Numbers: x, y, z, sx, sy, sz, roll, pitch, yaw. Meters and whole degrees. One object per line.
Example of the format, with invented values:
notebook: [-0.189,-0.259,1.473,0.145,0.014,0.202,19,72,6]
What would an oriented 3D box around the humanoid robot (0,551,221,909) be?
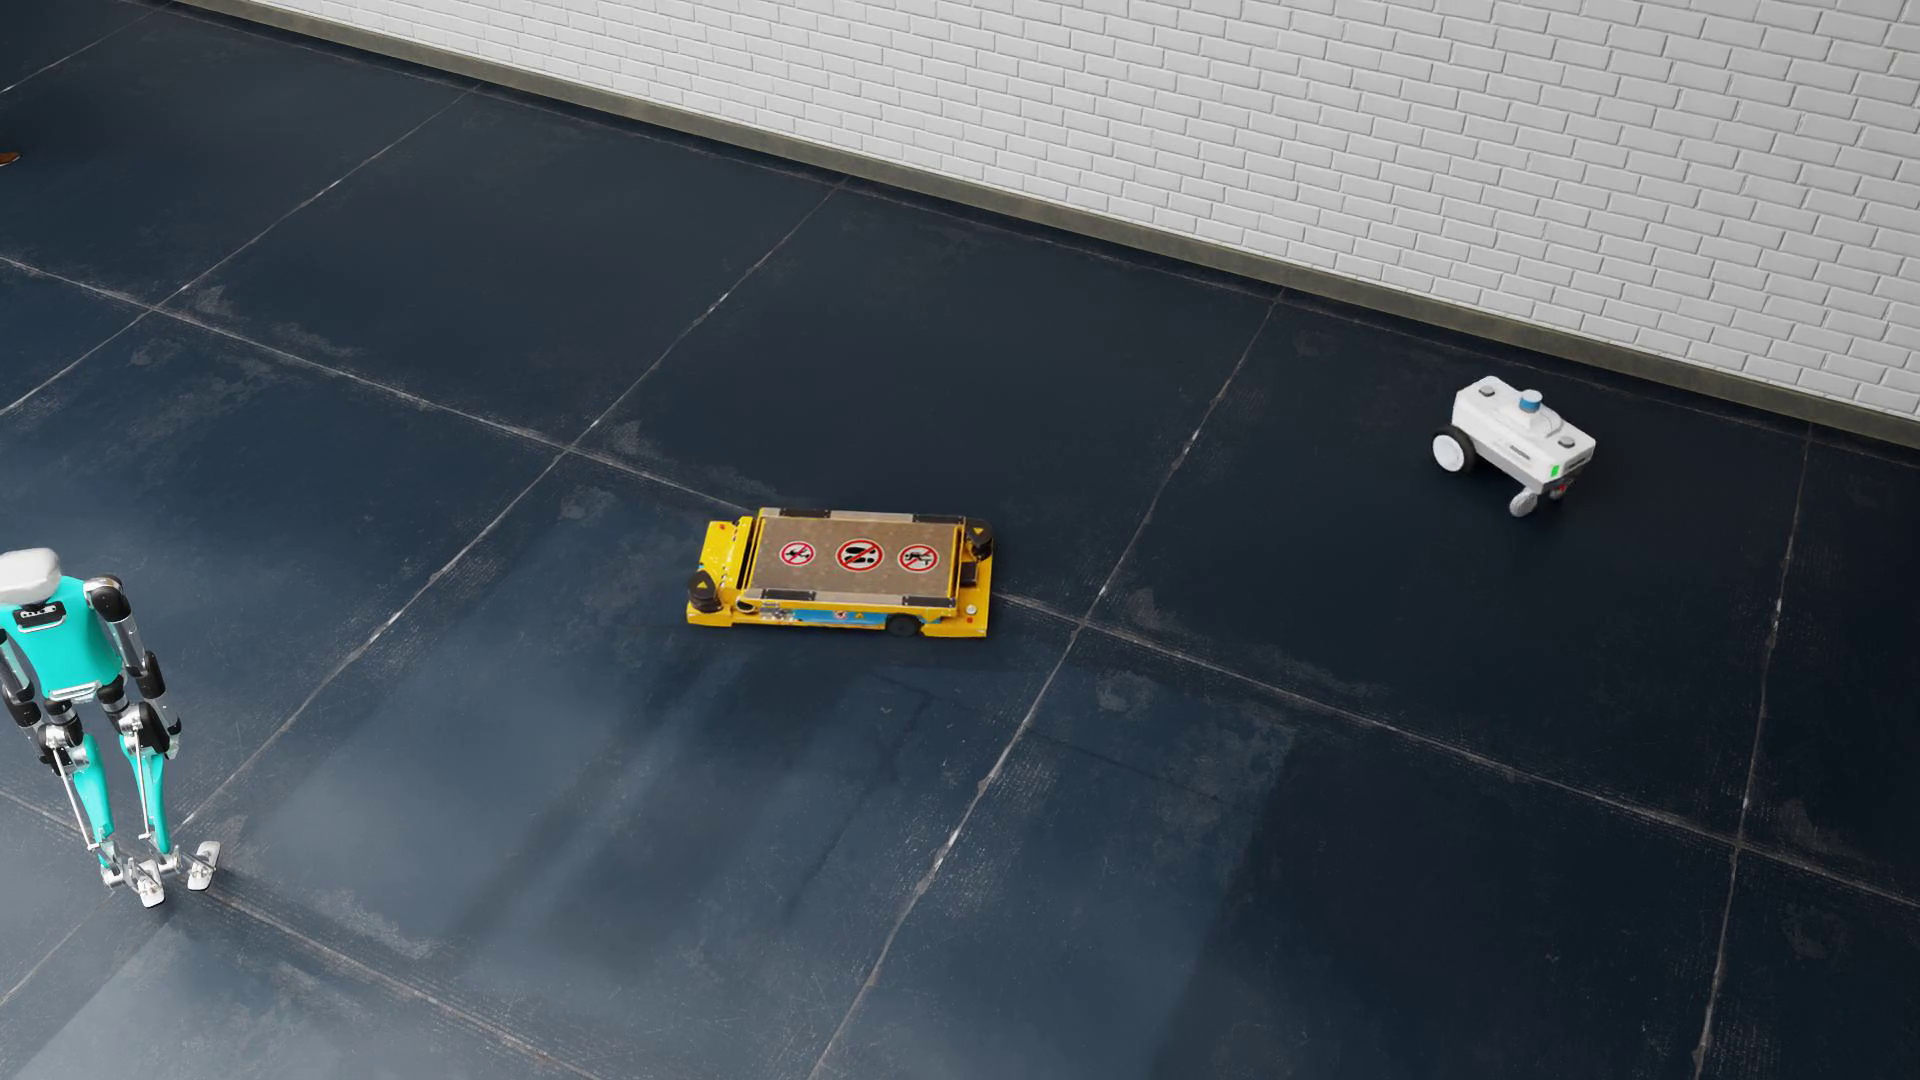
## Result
humanoid robot: [-3.191,0.834,6.180,0.533,1.674,0.735,-12,44,-13]

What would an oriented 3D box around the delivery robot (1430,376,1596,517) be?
delivery robot: [2.863,-0.524,8.622,0.511,0.611,0.782,-26,49,-26]

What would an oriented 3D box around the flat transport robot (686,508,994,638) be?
flat transport robot: [-0.566,0.156,8.087,1.431,0.231,0.659,3,43,3]

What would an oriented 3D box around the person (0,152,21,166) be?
person: [-6.573,-3.155,10.654,0.499,1.632,0.286,18,46,18]
